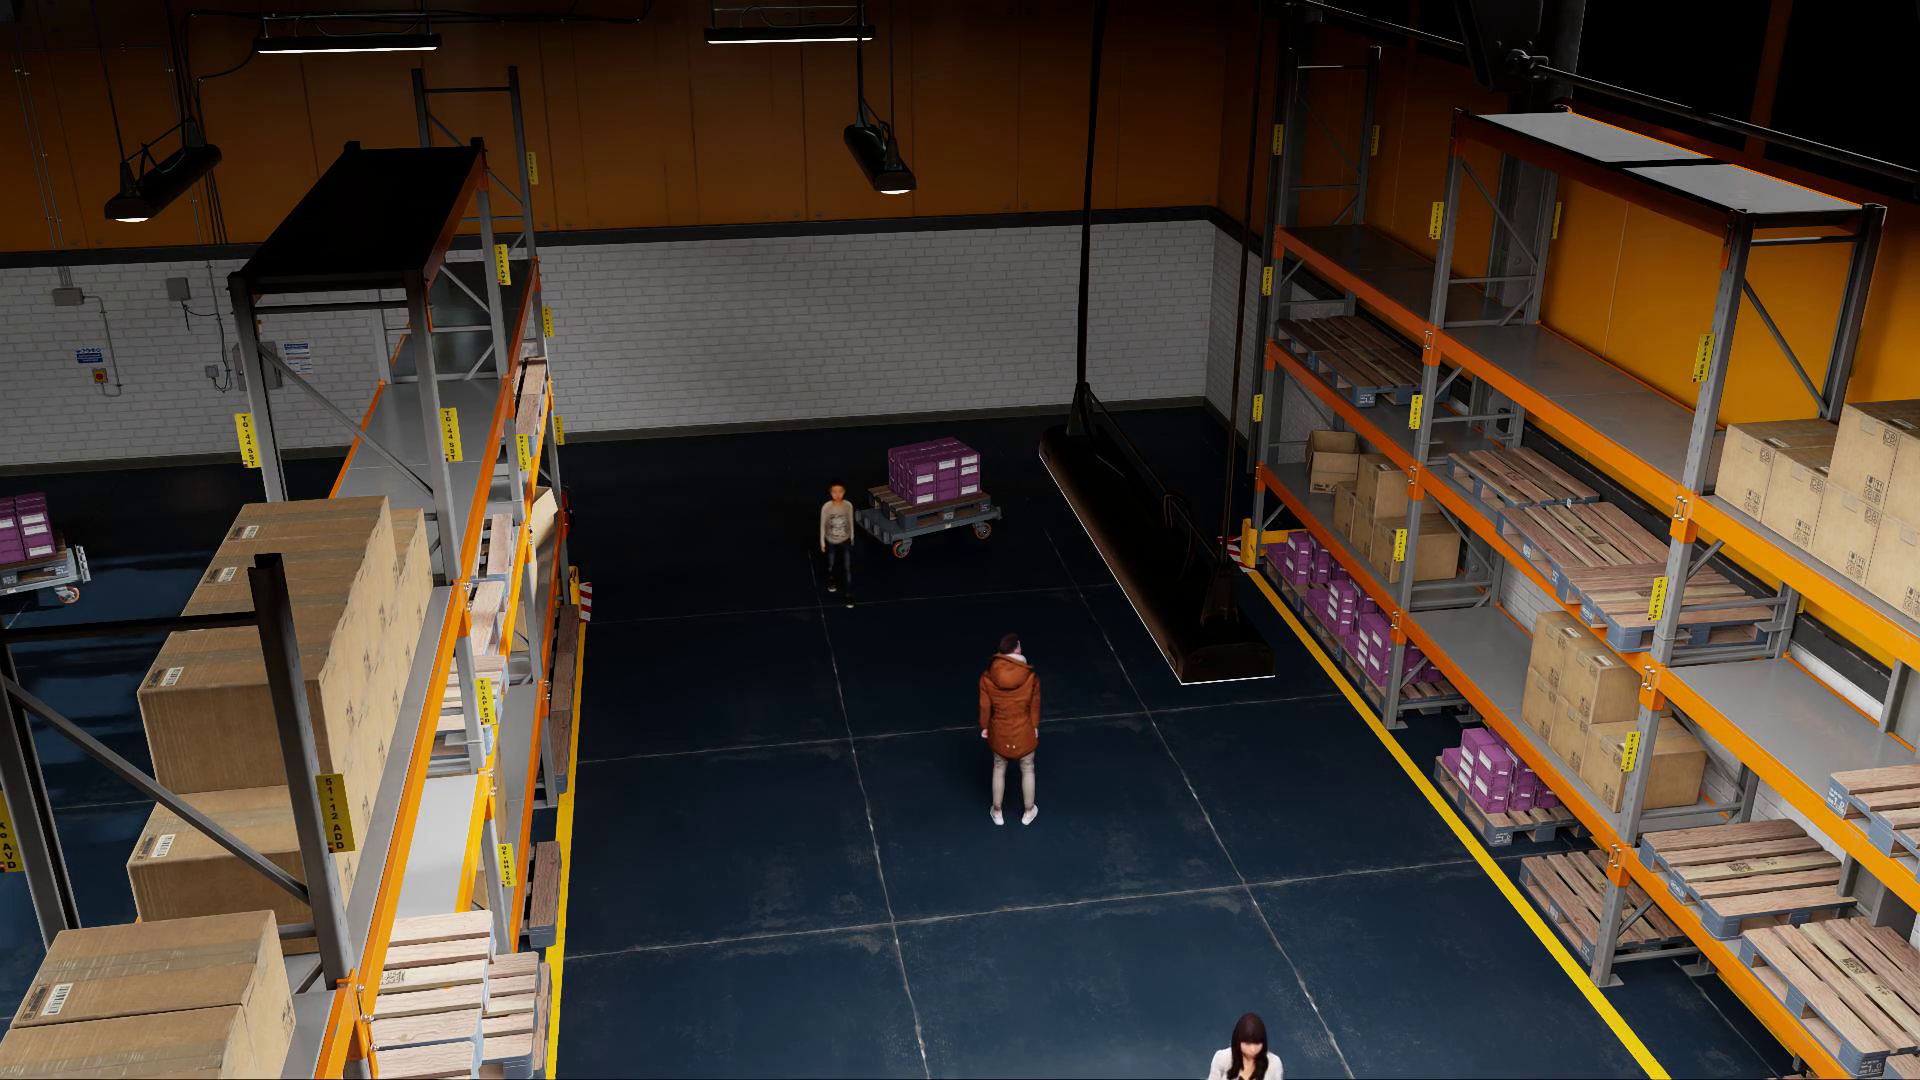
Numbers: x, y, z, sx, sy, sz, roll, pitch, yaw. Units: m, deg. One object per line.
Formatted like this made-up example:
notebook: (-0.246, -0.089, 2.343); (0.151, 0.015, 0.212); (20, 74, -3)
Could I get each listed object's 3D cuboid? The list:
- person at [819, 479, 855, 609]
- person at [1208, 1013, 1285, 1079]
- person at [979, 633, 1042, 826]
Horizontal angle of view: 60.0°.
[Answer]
person: (-1.410, -0.017, 18.935); (0.610, 1.437, 1.002); (-6, 24, -13)
person: (1.759, 3.595, 10.430); (0.691, 1.630, 0.703); (0, 24, 0)
person: (0.455, 1.670, 14.577); (0.785, 1.837, 0.784); (2, 24, 5)
